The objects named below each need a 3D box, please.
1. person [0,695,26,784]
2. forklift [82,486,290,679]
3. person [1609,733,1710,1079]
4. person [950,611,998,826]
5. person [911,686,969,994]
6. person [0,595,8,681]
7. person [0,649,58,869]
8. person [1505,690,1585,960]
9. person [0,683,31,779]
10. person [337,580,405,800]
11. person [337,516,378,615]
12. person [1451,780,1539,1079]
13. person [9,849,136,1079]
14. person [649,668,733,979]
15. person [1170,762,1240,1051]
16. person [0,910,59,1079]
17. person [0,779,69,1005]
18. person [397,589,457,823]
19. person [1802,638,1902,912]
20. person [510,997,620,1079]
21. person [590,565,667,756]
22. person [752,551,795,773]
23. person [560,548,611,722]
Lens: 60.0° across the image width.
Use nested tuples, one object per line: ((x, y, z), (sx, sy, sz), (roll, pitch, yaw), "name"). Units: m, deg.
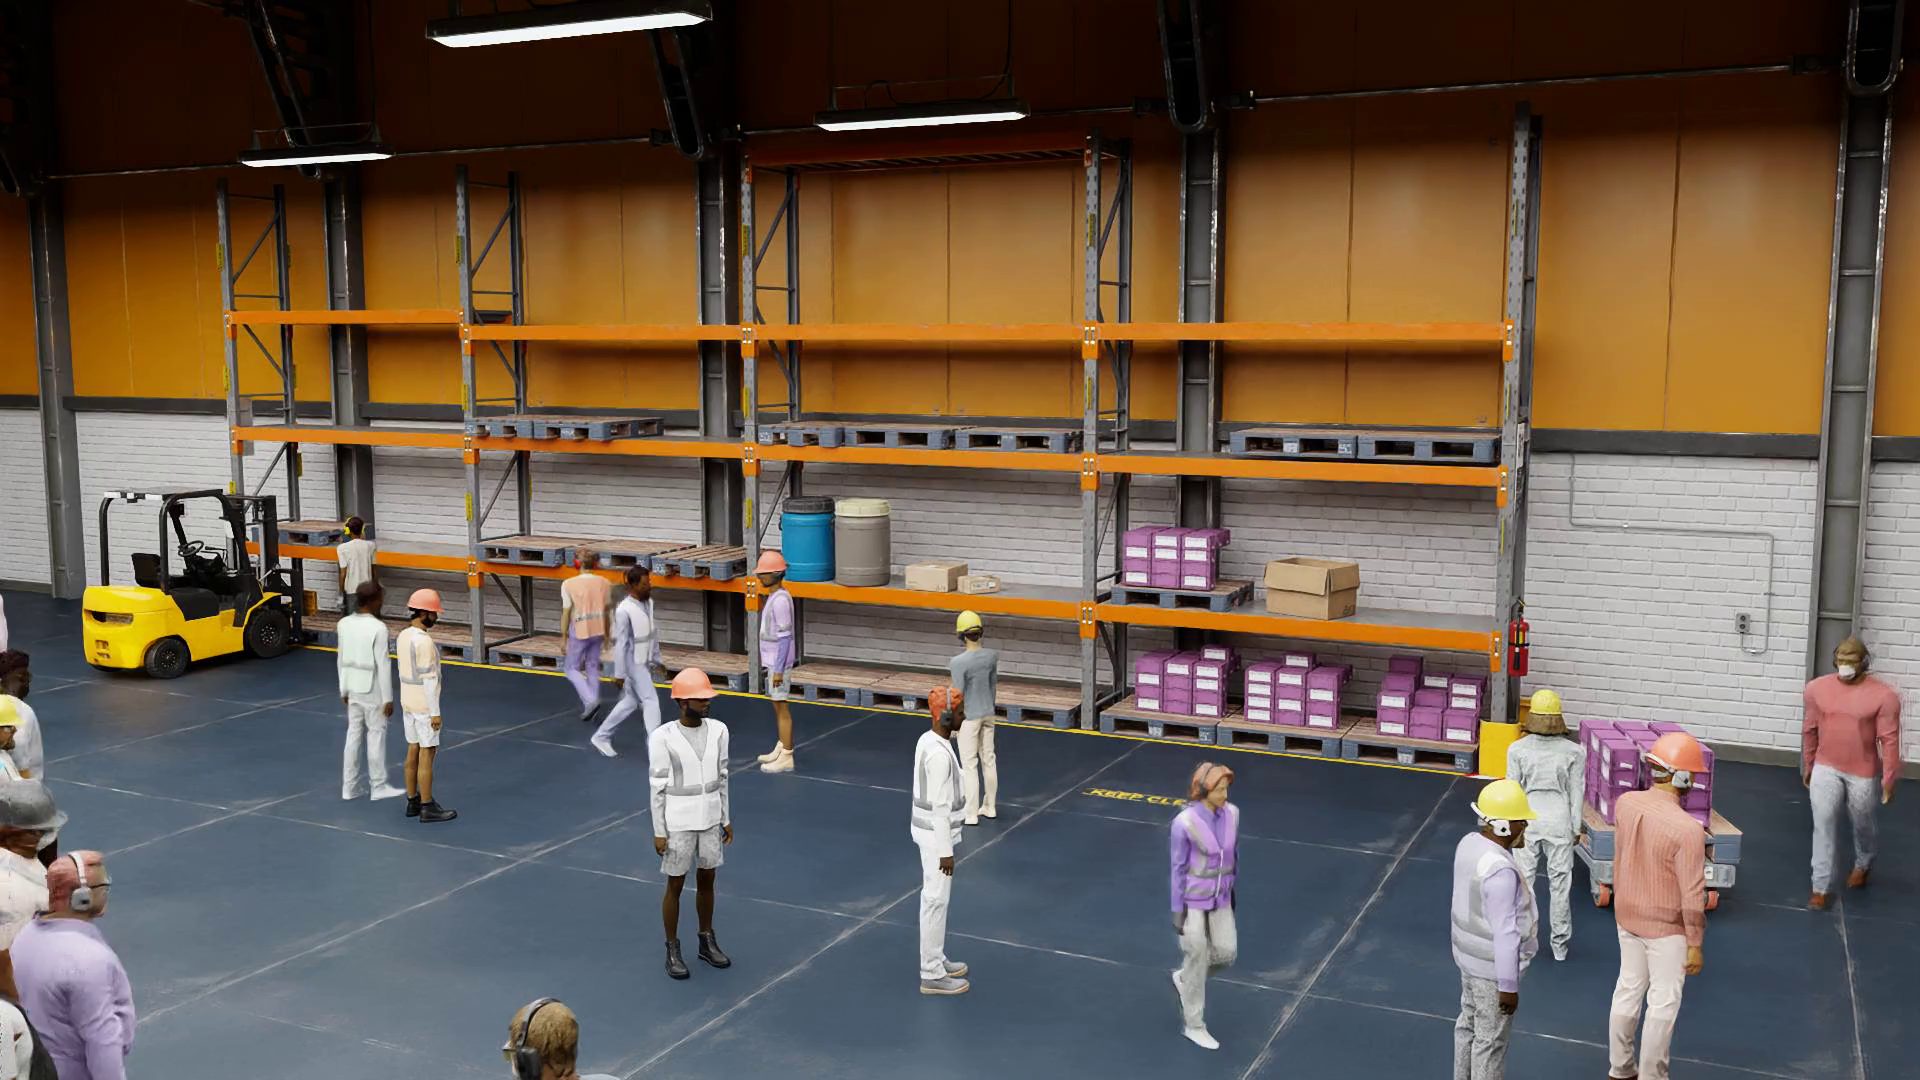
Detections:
((-5.915, 1.847, 10.218), (0.403, 1.817, 0.602), (-4, 8, -27), "person")
((-9.426, 0.454, 20.179), (1.214, 2.155, 2.313), (3, 8, 26), "forklift")
((3.611, 1.967, 8.571), (0.412, 1.980, 0.626), (-2, 7, -17), "person")
((0.097, 1.458, 13.648), (0.329, 1.765, 0.525), (7, 9, 43), "person")
((-0.120, 1.822, 10.184), (0.359, 1.878, 0.575), (-1, 7, -5), "person")
((-9.639, 1.108, 16.238), (0.623, 1.840, 0.430), (-3, 7, -22), "person")
((-6.244, 1.690, 11.113), (0.689, 1.908, 0.828), (5, 8, 33), "person")
((3.757, 1.828, 10.724), (0.484, 1.736, 0.321), (2, 7, 18), "person")
((-6.182, 1.781, 10.660), (0.505, 1.842, 0.346), (2, 7, 17), "person")
((-5.124, 1.305, 14.369), (0.601, 1.924, 0.410), (4, 8, 31), "person")
((-7.239, 0.639, 19.998), (0.309, 1.864, 0.535), (6, 9, 42), "person")
((2.642, 2.080, 8.225), (0.404, 1.830, 0.600), (0, 7, -1), "person")
((-3.594, 2.214, 6.871), (0.679, 1.902, 0.427), (5, 9, 36), "person")
((-1.672, 1.758, 10.437), (0.551, 1.940, 0.349), (-5, 9, -37), "person")
((1.347, 2.038, 9.437), (0.542, 1.622, 0.444), (-5, 8, -35), "person")
((-3.608, 2.230, 6.132), (0.674, 2.000, 0.537), (4, 8, 29), "person")
((-4.418, 2.048, 7.637), (0.904, 2.000, 0.685), (-6, 9, -40), "person")
((-4.426, 1.363, 13.760), (0.373, 1.928, 0.543), (-6, 9, -41), "person")
((6.318, 1.615, 11.805), (0.642, 1.903, 0.990), (6, 9, 41), "person")
((-1.266, 2.393, 5.271), (0.387, 1.928, 0.636), (3, 8, 25), "person")
((-3.088, 1.158, 15.668), (0.948, 1.884, 0.590), (1, 7, 10), "person")
((-1.715, 1.116, 15.330), (0.384, 2.039, 0.616), (-1, 7, -10), "person")
((-3.854, 0.997, 17.189), (0.584, 1.827, 0.445), (-7, 9, -43), "person")
